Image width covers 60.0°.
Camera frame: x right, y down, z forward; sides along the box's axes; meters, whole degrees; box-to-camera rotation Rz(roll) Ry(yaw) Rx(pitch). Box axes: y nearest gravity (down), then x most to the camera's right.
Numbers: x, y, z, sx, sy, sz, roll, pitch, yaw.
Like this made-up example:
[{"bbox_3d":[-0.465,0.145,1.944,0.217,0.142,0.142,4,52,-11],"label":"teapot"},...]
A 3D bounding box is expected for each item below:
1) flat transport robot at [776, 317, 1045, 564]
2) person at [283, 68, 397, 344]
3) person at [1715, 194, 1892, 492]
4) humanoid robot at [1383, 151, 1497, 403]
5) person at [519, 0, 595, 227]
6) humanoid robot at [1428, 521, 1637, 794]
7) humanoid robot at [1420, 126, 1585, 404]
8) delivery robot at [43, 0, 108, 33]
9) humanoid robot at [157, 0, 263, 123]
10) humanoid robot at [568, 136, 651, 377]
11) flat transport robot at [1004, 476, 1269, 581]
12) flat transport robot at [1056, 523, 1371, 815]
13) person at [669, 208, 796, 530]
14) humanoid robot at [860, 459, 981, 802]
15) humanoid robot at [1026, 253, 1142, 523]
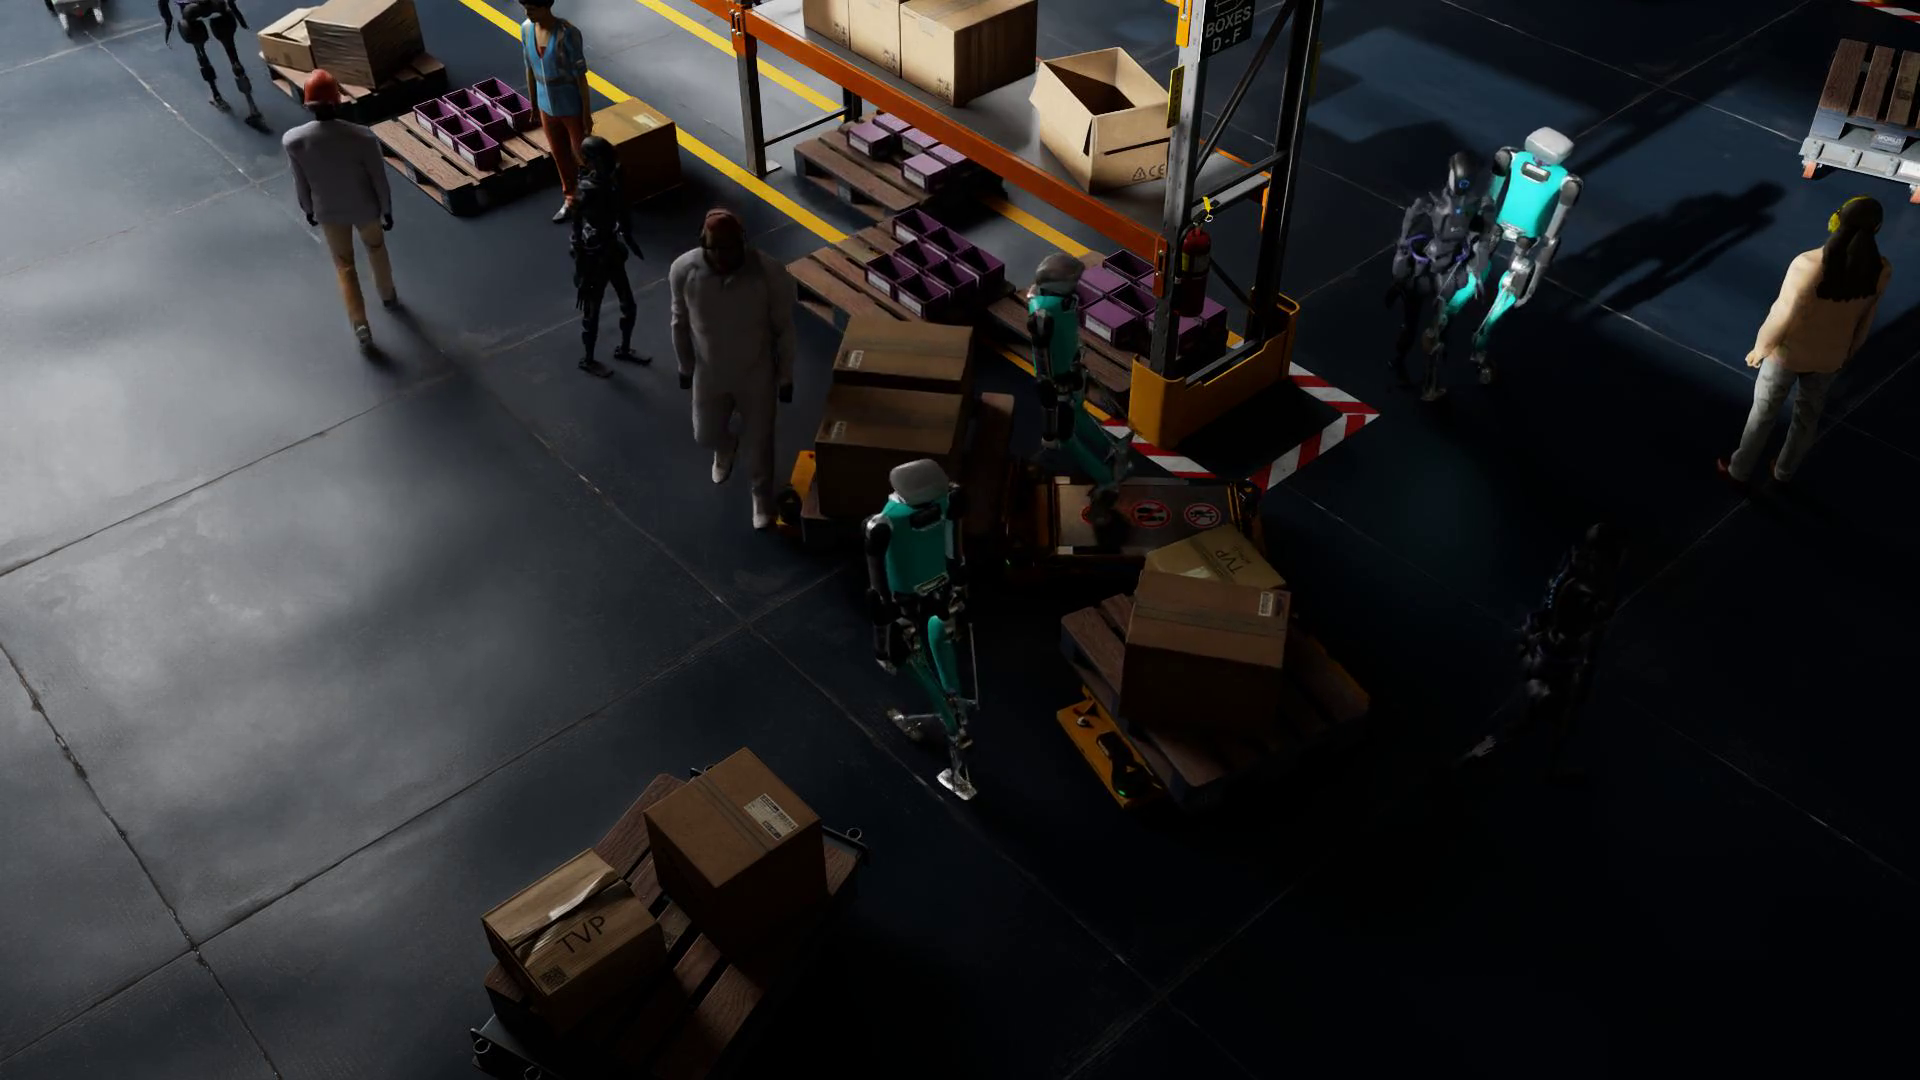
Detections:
[{"bbox_3d":[-0.267,-0.239,9.354,1.431,0.231,0.659,6,43,6],"label":"flat transport robot"},{"bbox_3d":[-3.773,-2.047,10.240,0.559,1.727,0.745,-12,44,-12],"label":"person"},{"bbox_3d":[4.591,-1.020,9.019,0.555,1.877,0.405,3,43,3],"label":"person"},{"bbox_3d":[2.806,-1.558,9.750,0.603,1.643,0.439,0,43,0],"label":"humanoid robot"},{"bbox_3d":[-2.679,-2.916,11.168,0.504,1.758,0.332,17,45,18],"label":"person"},{"bbox_3d":[2.627,0.555,7.499,0.793,1.634,0.612,1,43,1],"label":"humanoid robot"},{"bbox_3d":[3.058,-1.478,9.639,0.582,1.782,0.893,31,51,29],"label":"humanoid robot"},{"bbox_3d":[-7.445,-4.641,13.923,0.499,0.584,0.783,-19,46,-20],"label":"delivery robot"},{"bbox_3d":[-5.595,-3.875,12.298,0.595,1.633,0.726,-29,50,-28],"label":"humanoid robot"},{"bbox_3d":[-2.144,-1.700,9.919,0.473,1.633,0.613,15,45,16],"label":"humanoid robot"},{"bbox_3d":[0.959,-0.055,9.154,1.431,0.231,0.659,1,43,1],"label":"flat transport robot"},{"bbox_3d":[1.259,0.808,8.216,1.431,0.231,0.659,-19,46,-20],"label":"flat transport robot"},{"bbox_3d":[-1.200,-0.919,8.892,0.666,1.891,0.524,1,43,1],"label":"person"},{"bbox_3d":[-0.049,0.503,7.484,0.560,1.758,0.940,-28,49,-27],"label":"humanoid robot"},{"bbox_3d":[0.689,-0.668,8.735,0.711,1.789,0.531,11,44,12],"label":"humanoid robot"}]
